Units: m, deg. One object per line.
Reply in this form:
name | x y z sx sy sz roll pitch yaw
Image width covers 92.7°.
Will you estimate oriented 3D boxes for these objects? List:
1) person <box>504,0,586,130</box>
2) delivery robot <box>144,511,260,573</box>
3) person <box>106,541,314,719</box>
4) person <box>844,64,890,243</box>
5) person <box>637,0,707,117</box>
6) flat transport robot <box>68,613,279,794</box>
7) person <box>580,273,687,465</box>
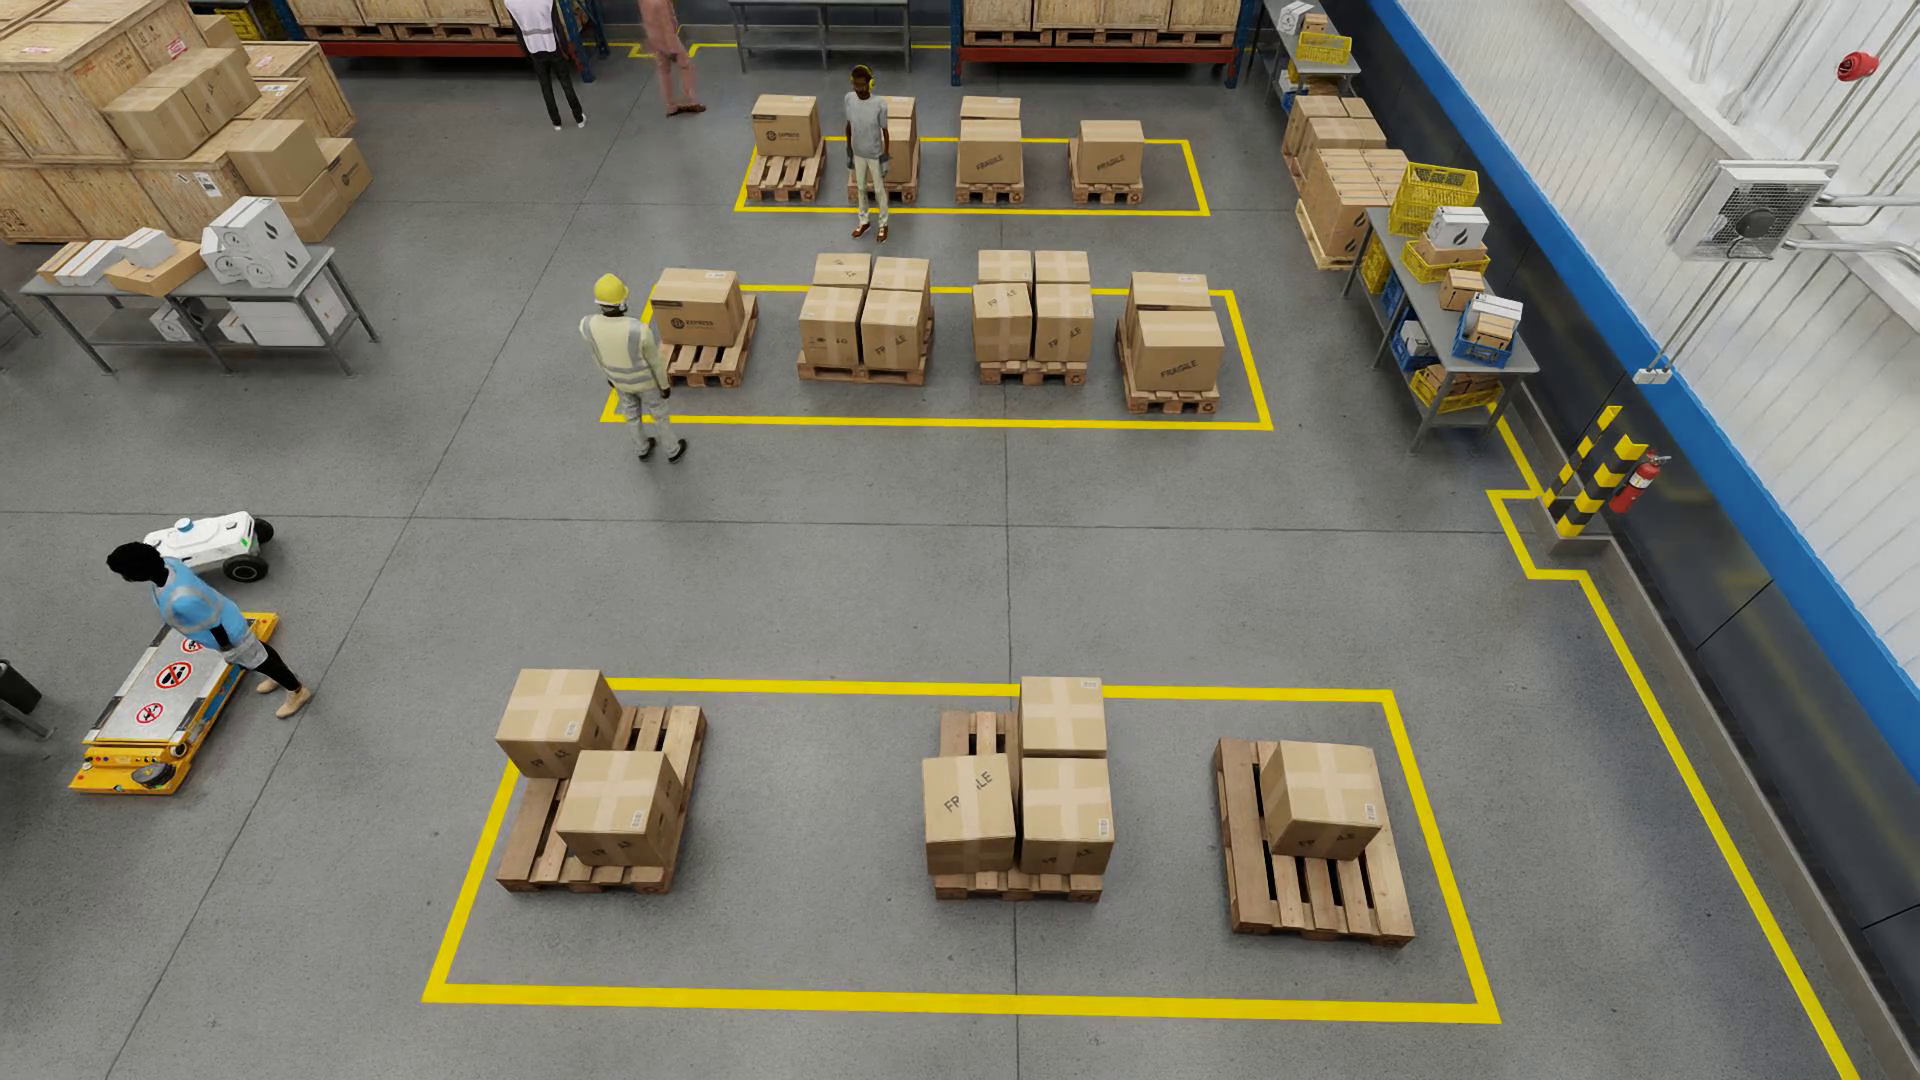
person | -5.201 -6.155 11.498 0.585 1.908 0.390 -9 50 -8
delivery robot | -5.860 0.024 7.084 0.707 0.478 0.477 -16 52 -13
person | -4.804 0.578 5.935 0.530 1.691 0.321 36 59 27
person | -0.990 -4.094 9.771 0.513 1.876 0.328 15 51 13
person | -3.697 -6.441 11.753 0.648 1.884 0.640 36 58 26
flat transport robot | -5.504 1.072 6.442 0.652 0.197 1.431 1 50 1
person | -2.643 -1.344 7.479 0.584 1.824 0.403 7 50 6
